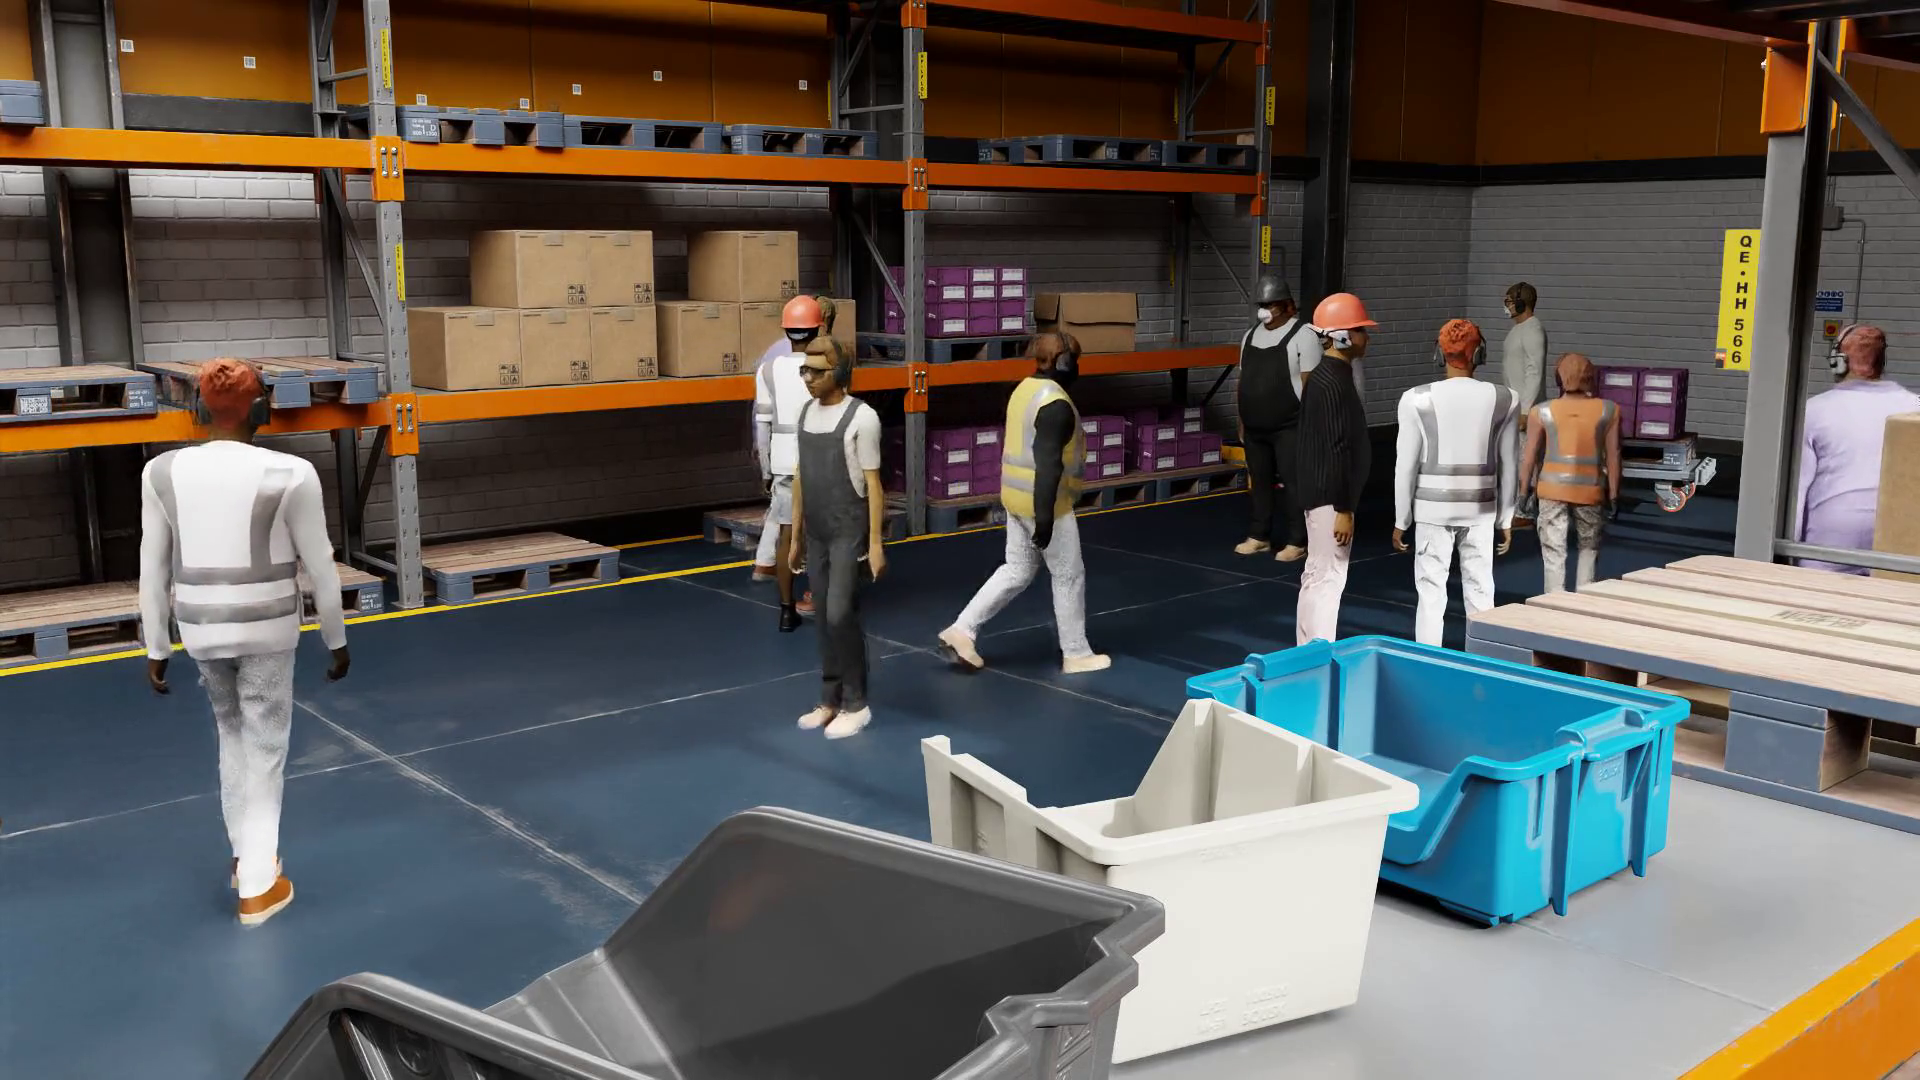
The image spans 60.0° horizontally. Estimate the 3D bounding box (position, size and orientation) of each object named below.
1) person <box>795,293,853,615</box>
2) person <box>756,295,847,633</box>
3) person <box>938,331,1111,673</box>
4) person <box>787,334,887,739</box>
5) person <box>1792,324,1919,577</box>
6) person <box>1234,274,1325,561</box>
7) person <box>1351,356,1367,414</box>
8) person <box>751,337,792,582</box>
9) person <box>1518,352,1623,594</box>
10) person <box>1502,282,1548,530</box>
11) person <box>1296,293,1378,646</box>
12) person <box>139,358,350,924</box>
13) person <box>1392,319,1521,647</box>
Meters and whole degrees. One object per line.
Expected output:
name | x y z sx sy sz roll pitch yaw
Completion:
person | -0.841 -0.514 10.058 0.373 1.940 0.628 2 10 12
person | -0.889 -0.426 9.553 0.547 1.941 0.372 2 10 13
person | 0.339 -0.182 8.605 0.855 1.802 0.663 -3 11 -18
person | -0.582 -0.003 7.538 0.562 1.831 0.460 9 14 42
person | 3.847 0.018 7.220 0.673 1.893 0.399 0 10 -1
person | 2.213 -0.876 11.798 0.538 2.000 0.688 -8 13 -39
person | 3.076 -1.134 13.903 0.871 1.811 0.632 -9 13 -40
person | -1.049 -0.678 11.151 0.622 1.877 1.071 9 14 42
person | 3.413 -0.237 9.342 0.548 1.625 0.390 2 10 13
person | 4.388 -1.041 13.014 0.378 1.937 0.629 2 10 9
person | 1.825 -0.197 8.117 0.376 1.997 0.612 1 10 4
person | -2.373 0.320 5.600 0.611 1.860 0.643 0 10 1
person | 2.343 -0.102 7.900 0.574 1.884 0.357 1 10 4
